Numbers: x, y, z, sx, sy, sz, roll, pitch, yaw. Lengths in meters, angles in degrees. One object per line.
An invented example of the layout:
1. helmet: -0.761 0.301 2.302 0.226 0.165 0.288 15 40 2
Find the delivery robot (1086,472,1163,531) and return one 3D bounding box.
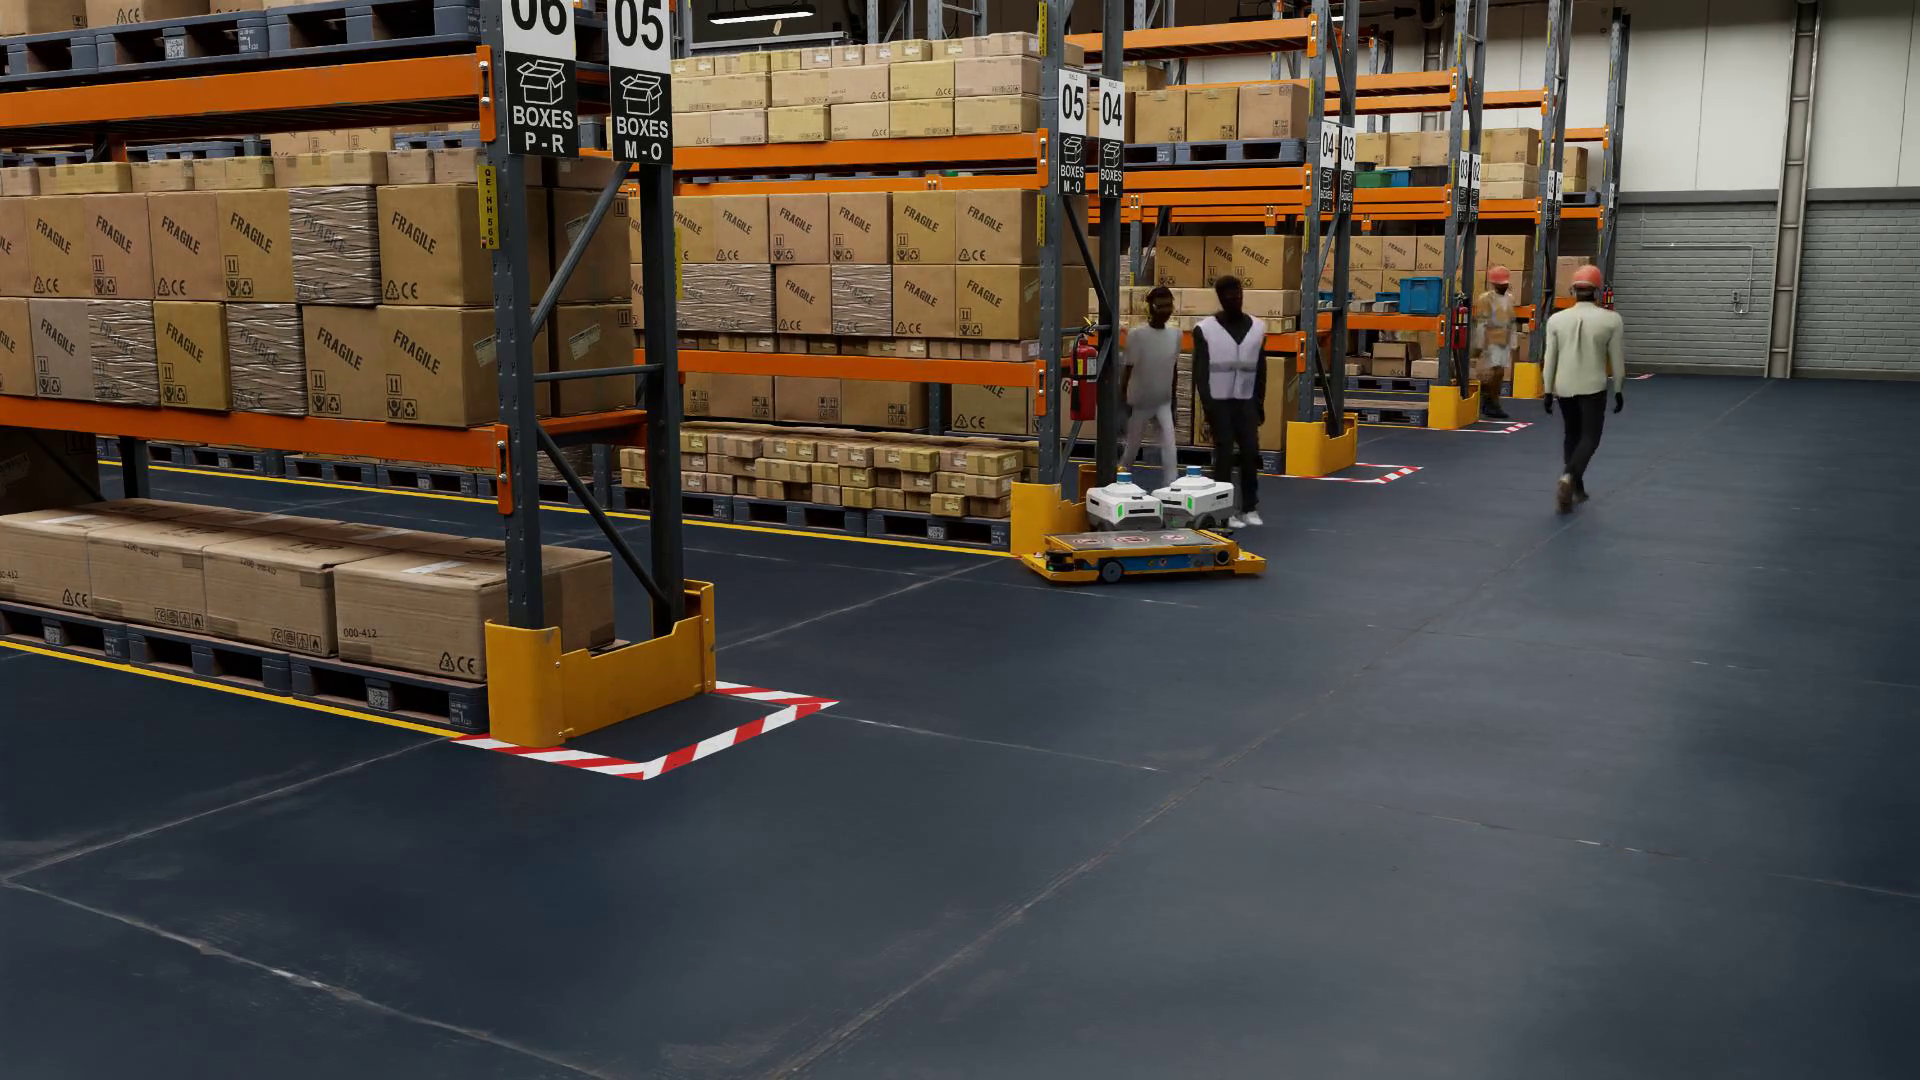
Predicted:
1. delivery robot: 1.113 -0.217 11.325 0.477 0.478 0.707 -2 10 -14

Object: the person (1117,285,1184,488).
1. person: 1.433 -1.019 12.646 0.580 1.818 0.902 -4 11 -23

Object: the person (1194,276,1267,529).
1. person: 2.026 -1.023 12.464 0.609 1.881 0.435 -3 10 -18

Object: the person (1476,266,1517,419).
1. person: 6.726 -2.449 20.726 0.596 1.904 0.421 -5 11 -25

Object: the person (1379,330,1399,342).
1. person: 7.425 -3.760 28.515 0.585 1.866 0.717 -5 11 -25

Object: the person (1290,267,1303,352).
1. person: 4.556 -2.690 22.048 0.370 1.934 0.627 8 12 38

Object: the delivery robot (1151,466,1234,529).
1. delivery robot: 1.635 -0.276 11.670 0.477 0.478 0.707 7 12 34

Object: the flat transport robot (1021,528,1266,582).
1. flat transport robot: 1.169 0.085 10.659 1.431 0.197 0.652 -3 10 -14

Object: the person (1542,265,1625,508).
1. person: 5.018 -1.233 13.445 0.620 1.971 0.906 8 12 38
